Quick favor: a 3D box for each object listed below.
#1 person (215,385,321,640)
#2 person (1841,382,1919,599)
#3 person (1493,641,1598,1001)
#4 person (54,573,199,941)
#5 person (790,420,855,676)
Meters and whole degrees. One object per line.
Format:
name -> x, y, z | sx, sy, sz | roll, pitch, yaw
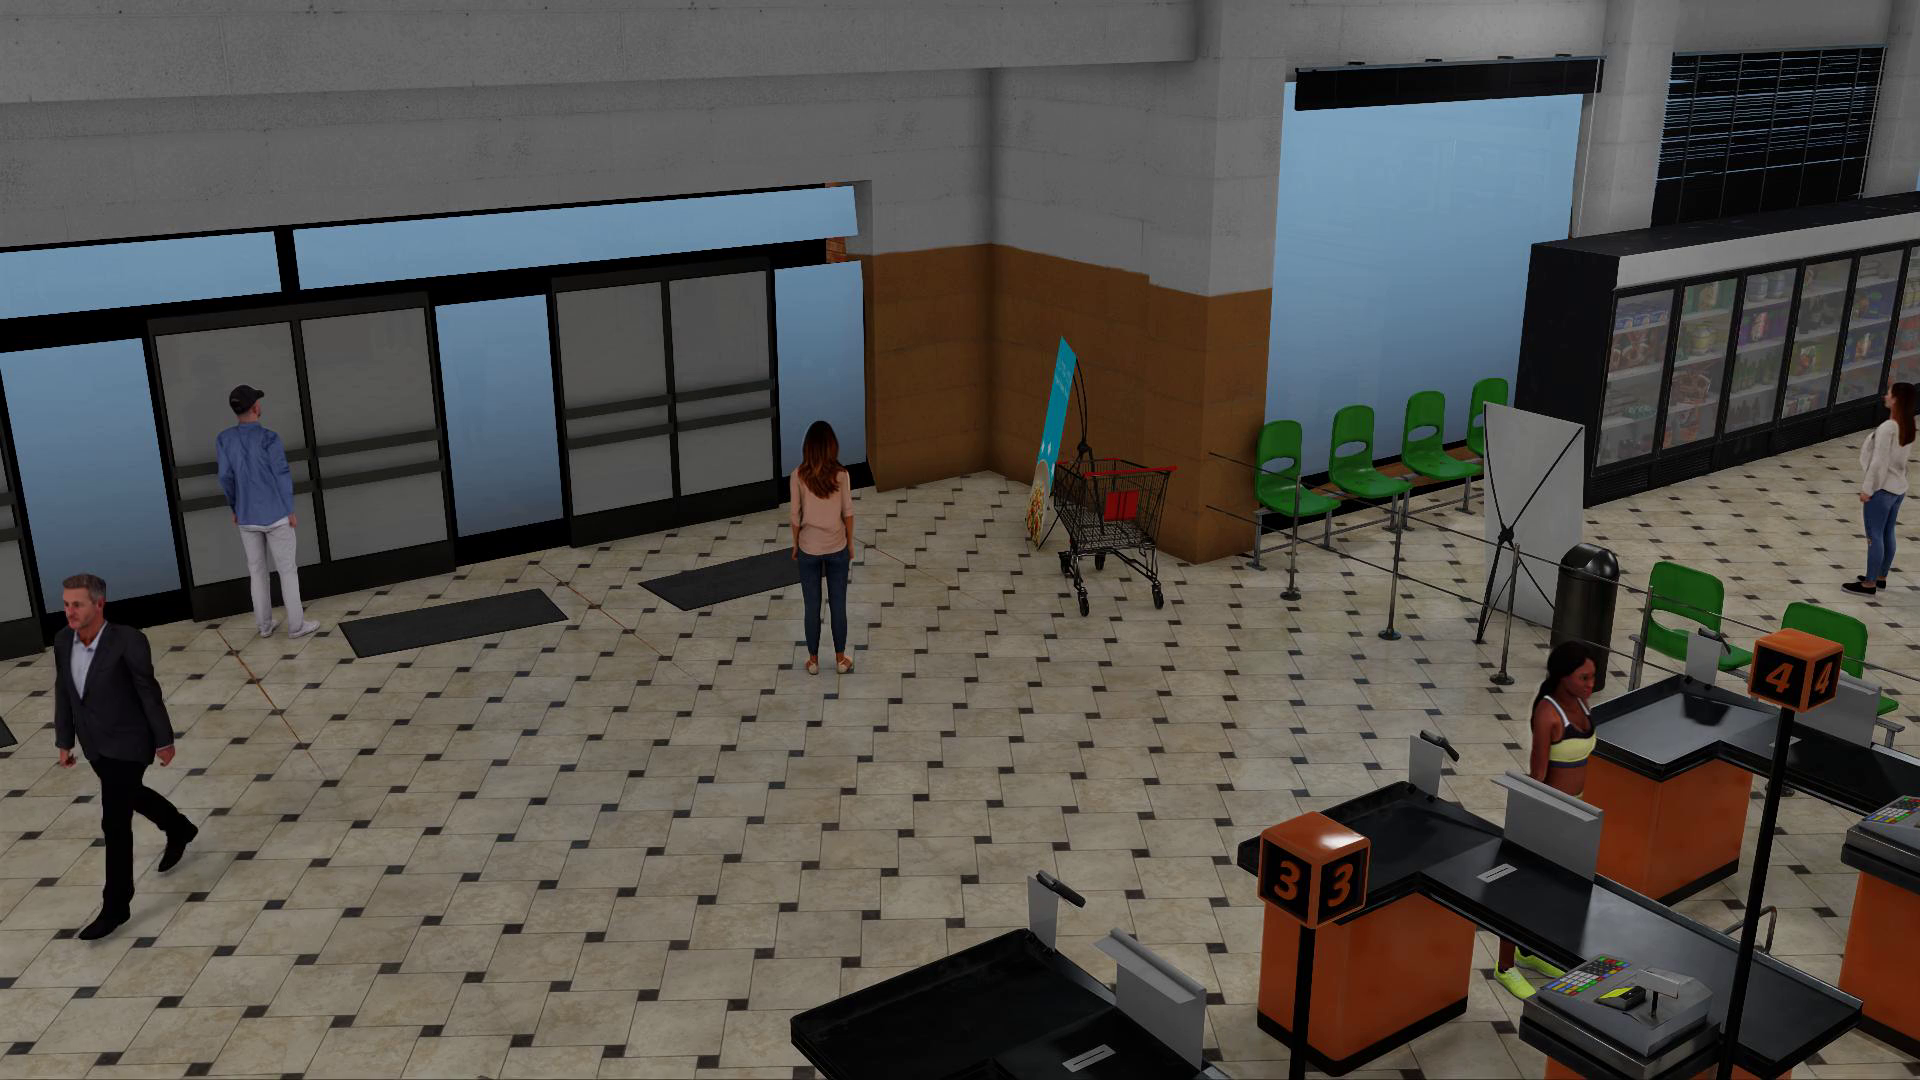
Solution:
person -> -5.013, -0.198, 11.975 | 0.740, 1.887, 0.785 | 2, 19, 6
person -> 7.158, -0.395, 12.866 | 0.610, 1.691, 0.536 | -13, 23, -34
person -> 2.748, 1.286, 7.784 | 0.583, 1.754, 0.524 | -15, 24, -38
person -> -4.273, 1.012, 8.529 | 1.277, 1.796, 1.270 | 6, 19, 16
person -> -0.936, 0.059, 11.362 | 0.670, 1.792, 0.688 | -1, 19, -3
